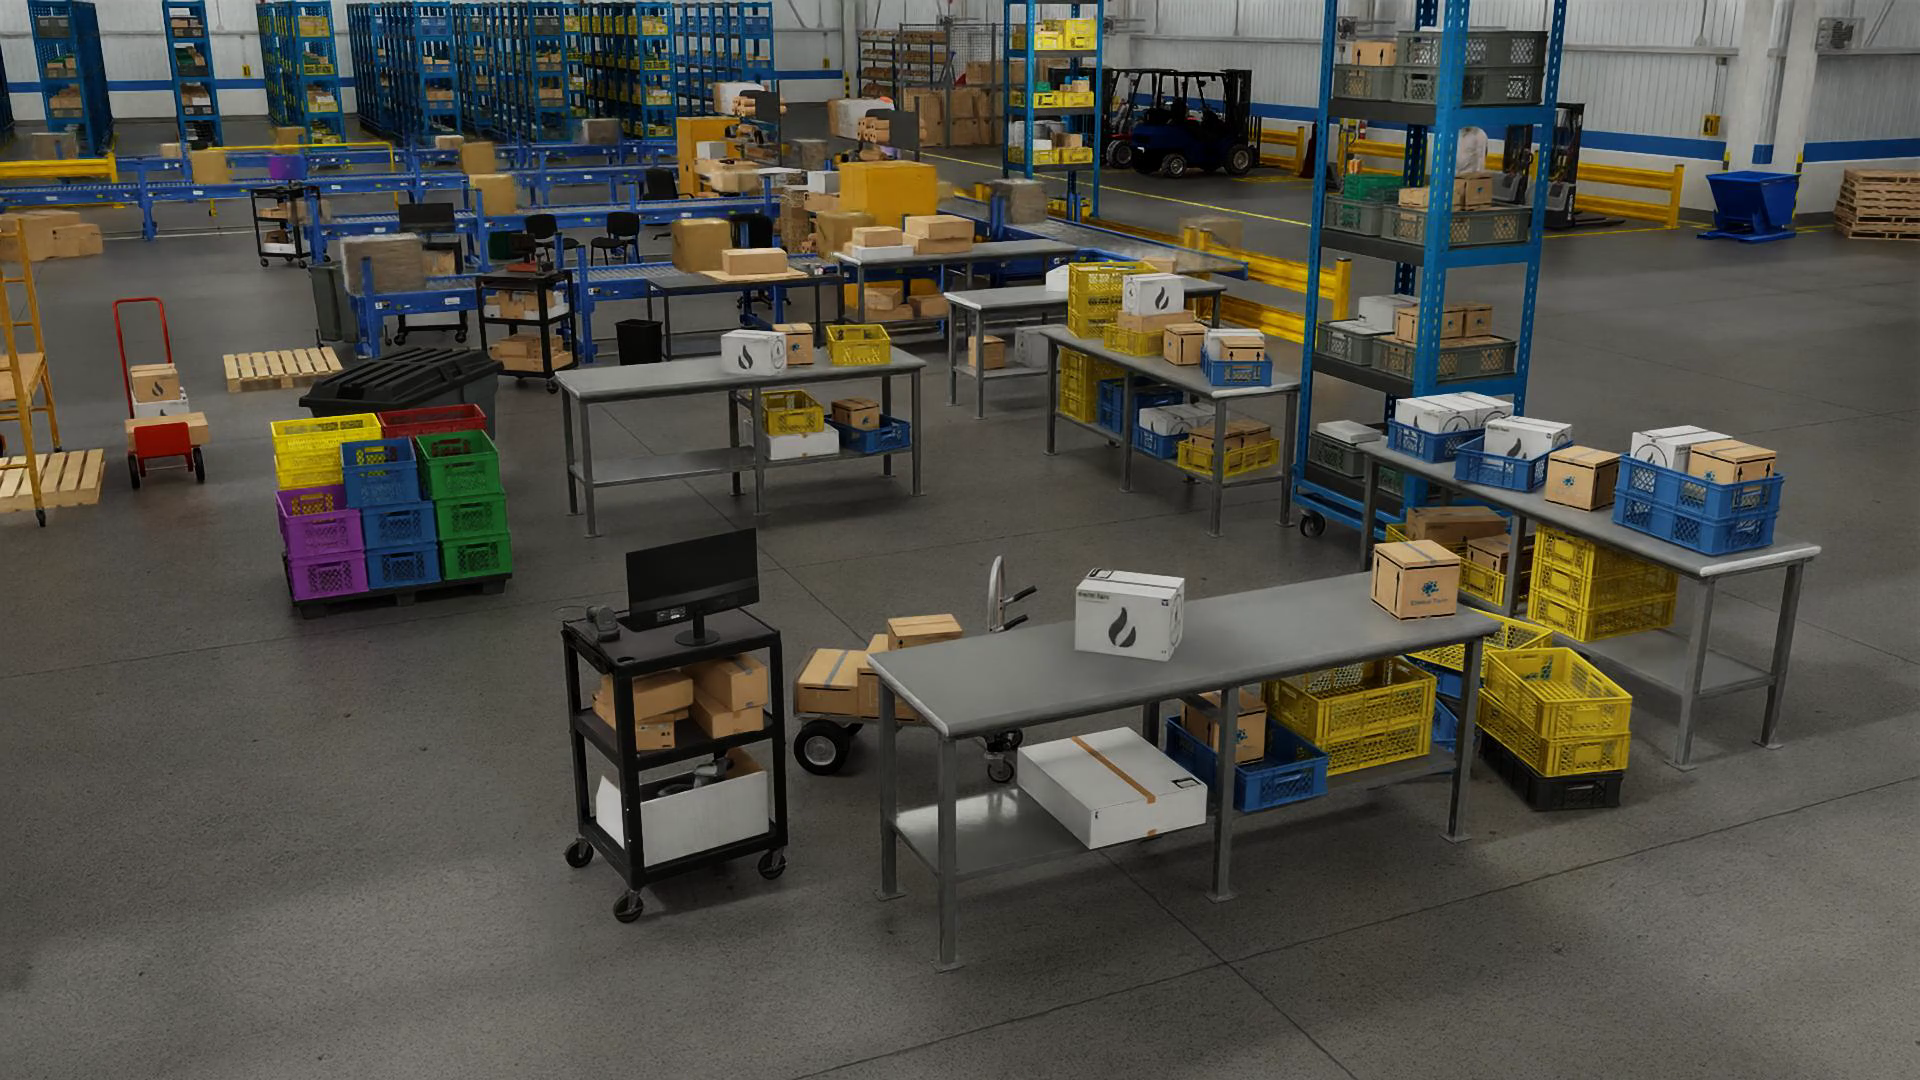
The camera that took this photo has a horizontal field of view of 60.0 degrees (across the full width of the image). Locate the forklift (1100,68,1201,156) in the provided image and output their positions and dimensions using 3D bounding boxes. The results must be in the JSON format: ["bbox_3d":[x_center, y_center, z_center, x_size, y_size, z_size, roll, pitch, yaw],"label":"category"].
[{"bbox_3d":[4.082,-9.564,37.410,2.680,1.987,1.157,-8,19,-23],"label":"forklift"}]

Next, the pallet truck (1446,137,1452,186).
[{"bbox_3d":[9.184,-6.485,29.328,1.630,1.274,0.653,-8,19,-23],"label":"pallet truck"}]

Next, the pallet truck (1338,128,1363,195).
[{"bbox_3d":[7.845,-7.140,31.411,1.522,1.261,0.704,-9,20,-25],"label":"pallet truck"}]

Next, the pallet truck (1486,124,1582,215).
[{"bbox_3d":[9.707,-6.455,28.103,1.885,1.965,0.823,-7,19,-20],"label":"pallet truck"}]

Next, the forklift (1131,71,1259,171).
[{"bbox_3d":[4.998,-8.936,35.413,2.680,1.987,1.157,-9,20,-25],"label":"forklift"}]

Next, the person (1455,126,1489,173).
[{"bbox_3d":[7.980,-5.791,26.178,0.401,1.900,0.647,-7,19,-20],"label":"person"}]

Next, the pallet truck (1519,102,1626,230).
[{"bbox_3d":[9.972,-6.037,26.785,1.885,1.965,0.823,-9,20,-25],"label":"pallet truck"}]

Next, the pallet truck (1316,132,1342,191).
[{"bbox_3d":[7.723,-7.504,32.656,1.601,1.201,0.680,-8,19,-23],"label":"pallet truck"}]

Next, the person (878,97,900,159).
[{"bbox_3d":[-1.198,-6.300,27.558,0.402,2.033,0.605,-4,18,-13],"label":"person"}]
